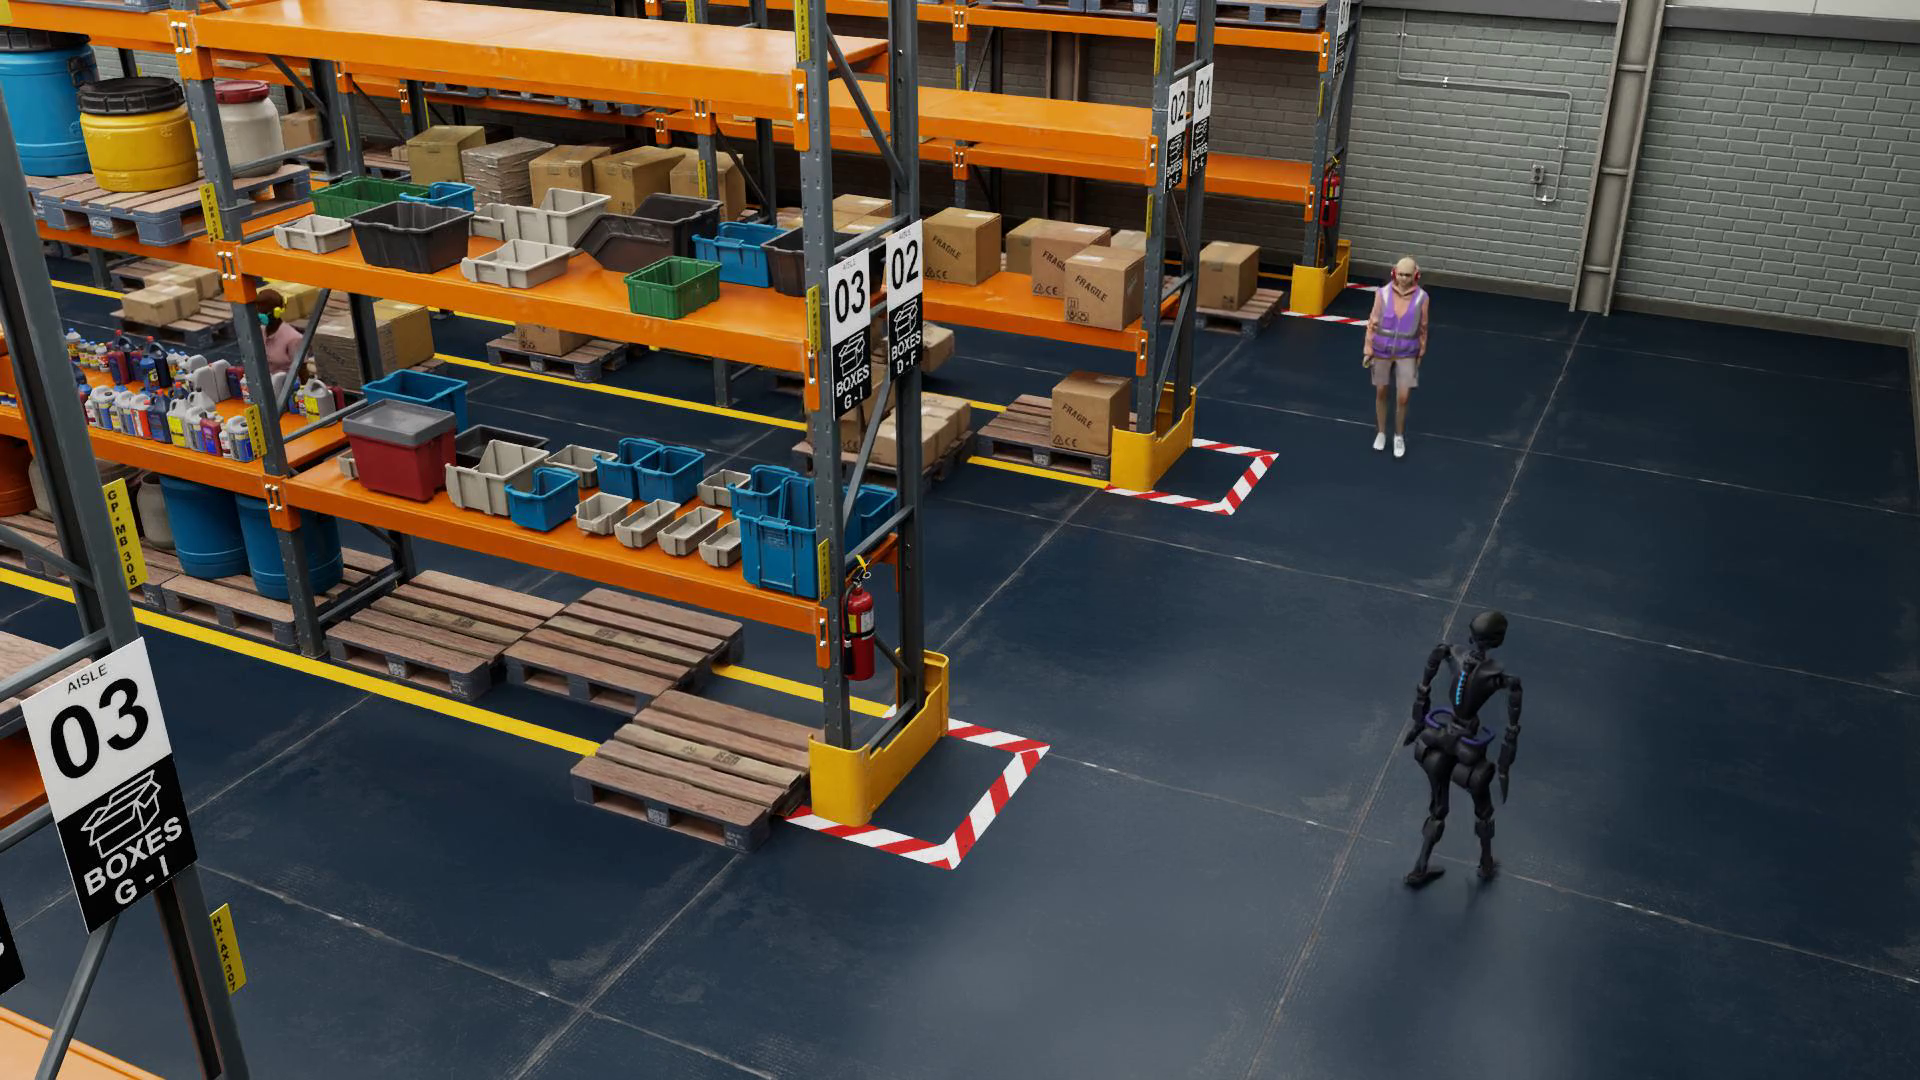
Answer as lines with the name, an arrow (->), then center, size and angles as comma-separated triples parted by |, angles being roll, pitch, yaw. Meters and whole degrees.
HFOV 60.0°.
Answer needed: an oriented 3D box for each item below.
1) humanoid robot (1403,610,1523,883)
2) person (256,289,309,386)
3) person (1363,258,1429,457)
humanoid robot -> 2.612, 1.043, 8.621 | 0.619, 1.650, 0.528 | 23, 34, 38
person -> -5.141, -1.048, 12.706 | 0.521, 1.801, 0.339 | 11, 28, 21
person -> 3.583, -1.499, 13.753 | 0.487, 1.678, 0.542 | 9, 28, 18
